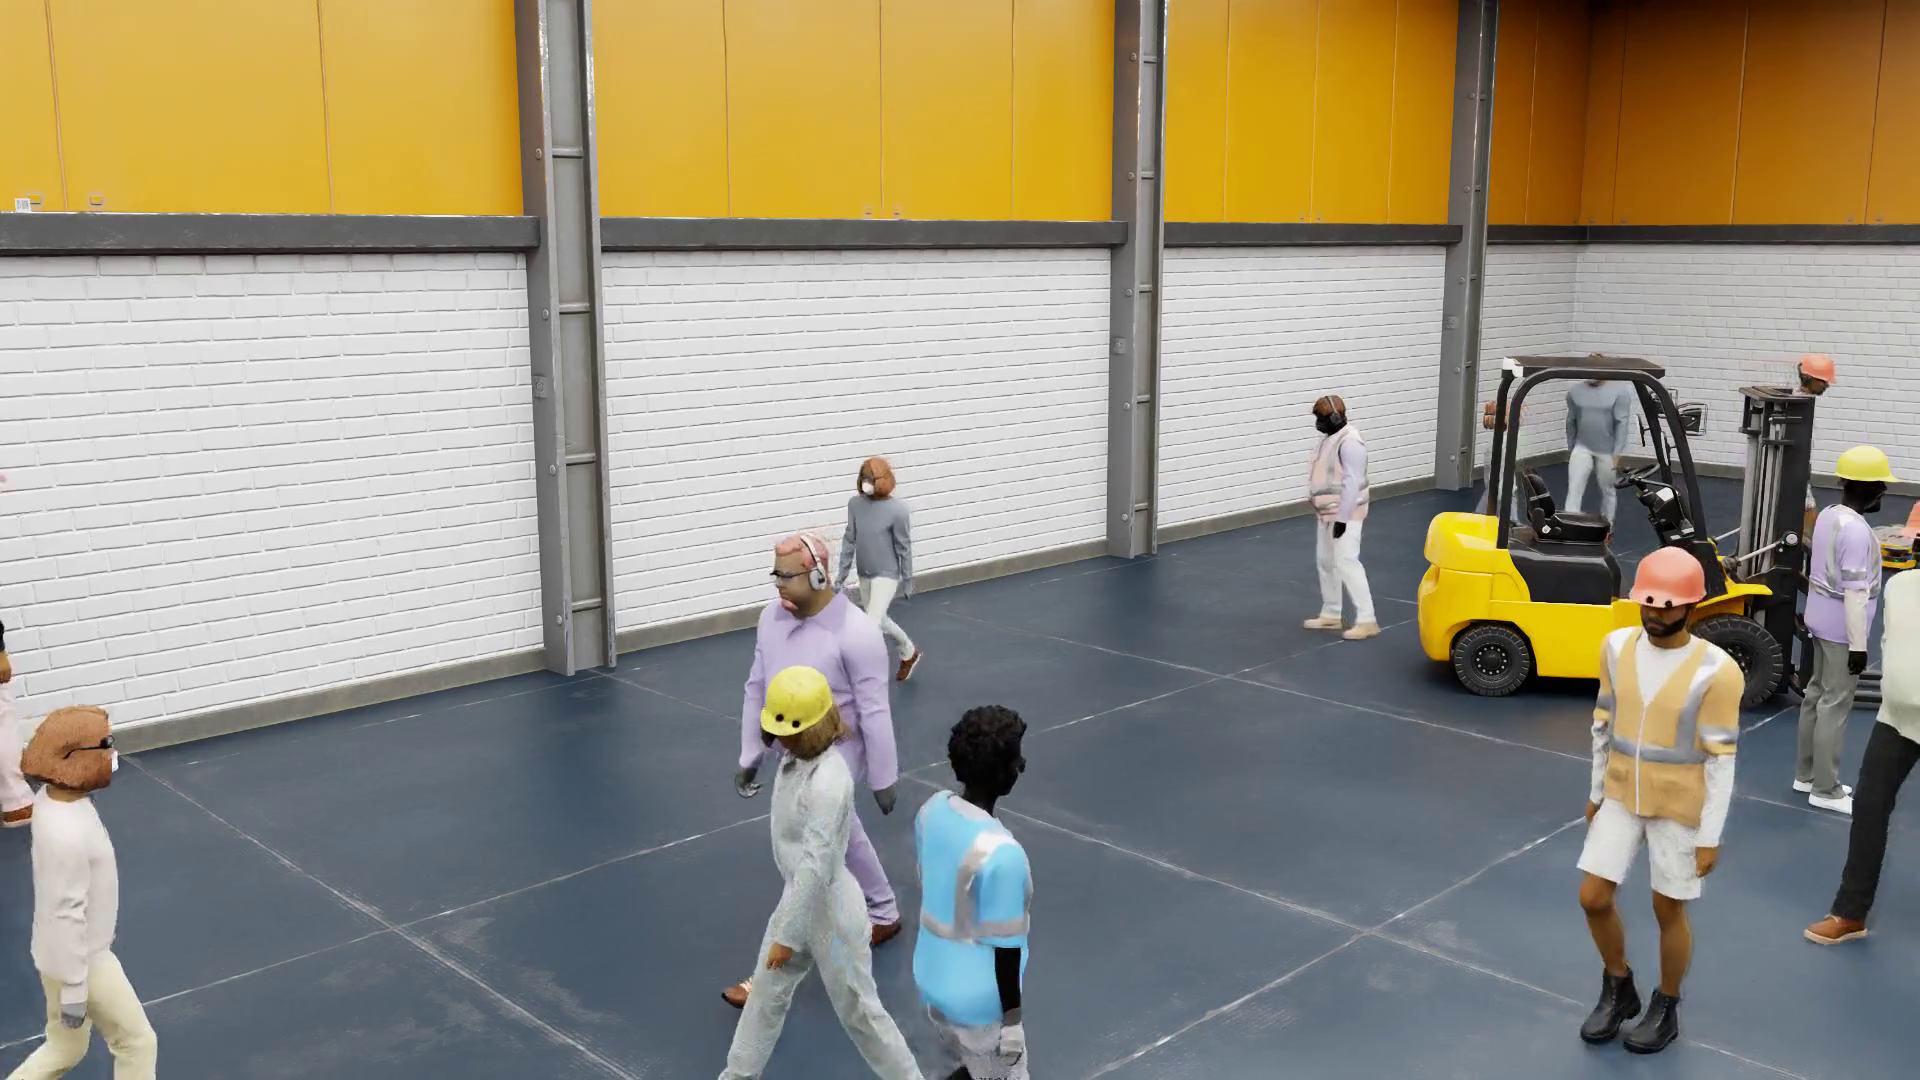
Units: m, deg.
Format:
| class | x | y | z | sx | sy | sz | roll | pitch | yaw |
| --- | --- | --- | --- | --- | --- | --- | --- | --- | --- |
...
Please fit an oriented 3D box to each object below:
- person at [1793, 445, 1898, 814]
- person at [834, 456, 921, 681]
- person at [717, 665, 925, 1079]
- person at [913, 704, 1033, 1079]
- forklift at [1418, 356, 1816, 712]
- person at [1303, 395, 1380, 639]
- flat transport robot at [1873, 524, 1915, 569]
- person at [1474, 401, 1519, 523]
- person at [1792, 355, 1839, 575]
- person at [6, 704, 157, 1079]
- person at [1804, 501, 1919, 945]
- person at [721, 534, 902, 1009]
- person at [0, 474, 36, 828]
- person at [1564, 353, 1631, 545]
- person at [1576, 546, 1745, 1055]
| class | x | y | z | sx | sy | sz | roll | pitch | yaw |
| --- | --- | --- | --- | --- | --- | --- | --- | --- | --- |
| person | 4.644 | 0.461 | 8.740 | 0.364 | 1.928 | 0.586 | 2 | 11 | 11 |
| person | -0.494 | 0.226 | 10.915 | 0.492 | 1.604 | 0.795 | 9 | 14 | 41 |
| person | -0.480 | 1.201 | 5.405 | 0.851 | 1.674 | 0.518 | -4 | 11 | -21 |
| person | -0.010 | 1.301 | 4.805 | 0.452 | 1.679 | 0.547 | -5 | 12 | -26 |
| forklift | 4.276 | -0.101 | 11.076 | 2.313 | 2.155 | 1.214 | 2 | 11 | 13 |
| person | 2.883 | -0.176 | 12.517 | 0.514 | 1.824 | 0.736 | -1 | 10 | -6 |
| flat transport robot | 8.731 | 0.051 | 15.495 | 1.431 | 0.197 | 0.652 | -8 | 13 | -39 |
| person | 4.607 | -0.412 | 14.426 | 0.859 | 1.582 | 0.502 | 10 | 14 | 42 |
| person | 7.214 | -0.591 | 14.286 | 0.792 | 1.990 | 0.725 | 5 | 12 | 27 |
| person | -2.778 | 1.289 | 5.110 | 0.739 | 1.600 | 0.510 | -7 | 12 | -32 |
| person | 4.157 | 0.761 | 7.035 | 0.995 | 1.958 | 0.625 | -3 | 11 | -16 |
| person | -0.586 | 0.883 | 6.671 | 1.044 | 1.843 | 0.634 | -9 | 14 | -42 |
| person | -5.003 | 0.507 | 8.406 | 0.625 | 1.964 | 0.621 | 6 | 12 | 28 |
| person | 6.061 | -0.838 | 15.927 | 0.644 | 1.882 | 0.997 | 8 | 13 | 38 |
| person | 2.516 | 0.959 | 6.048 | 0.521 | 1.913 | 0.571 | -8 | 13 | -38 |
